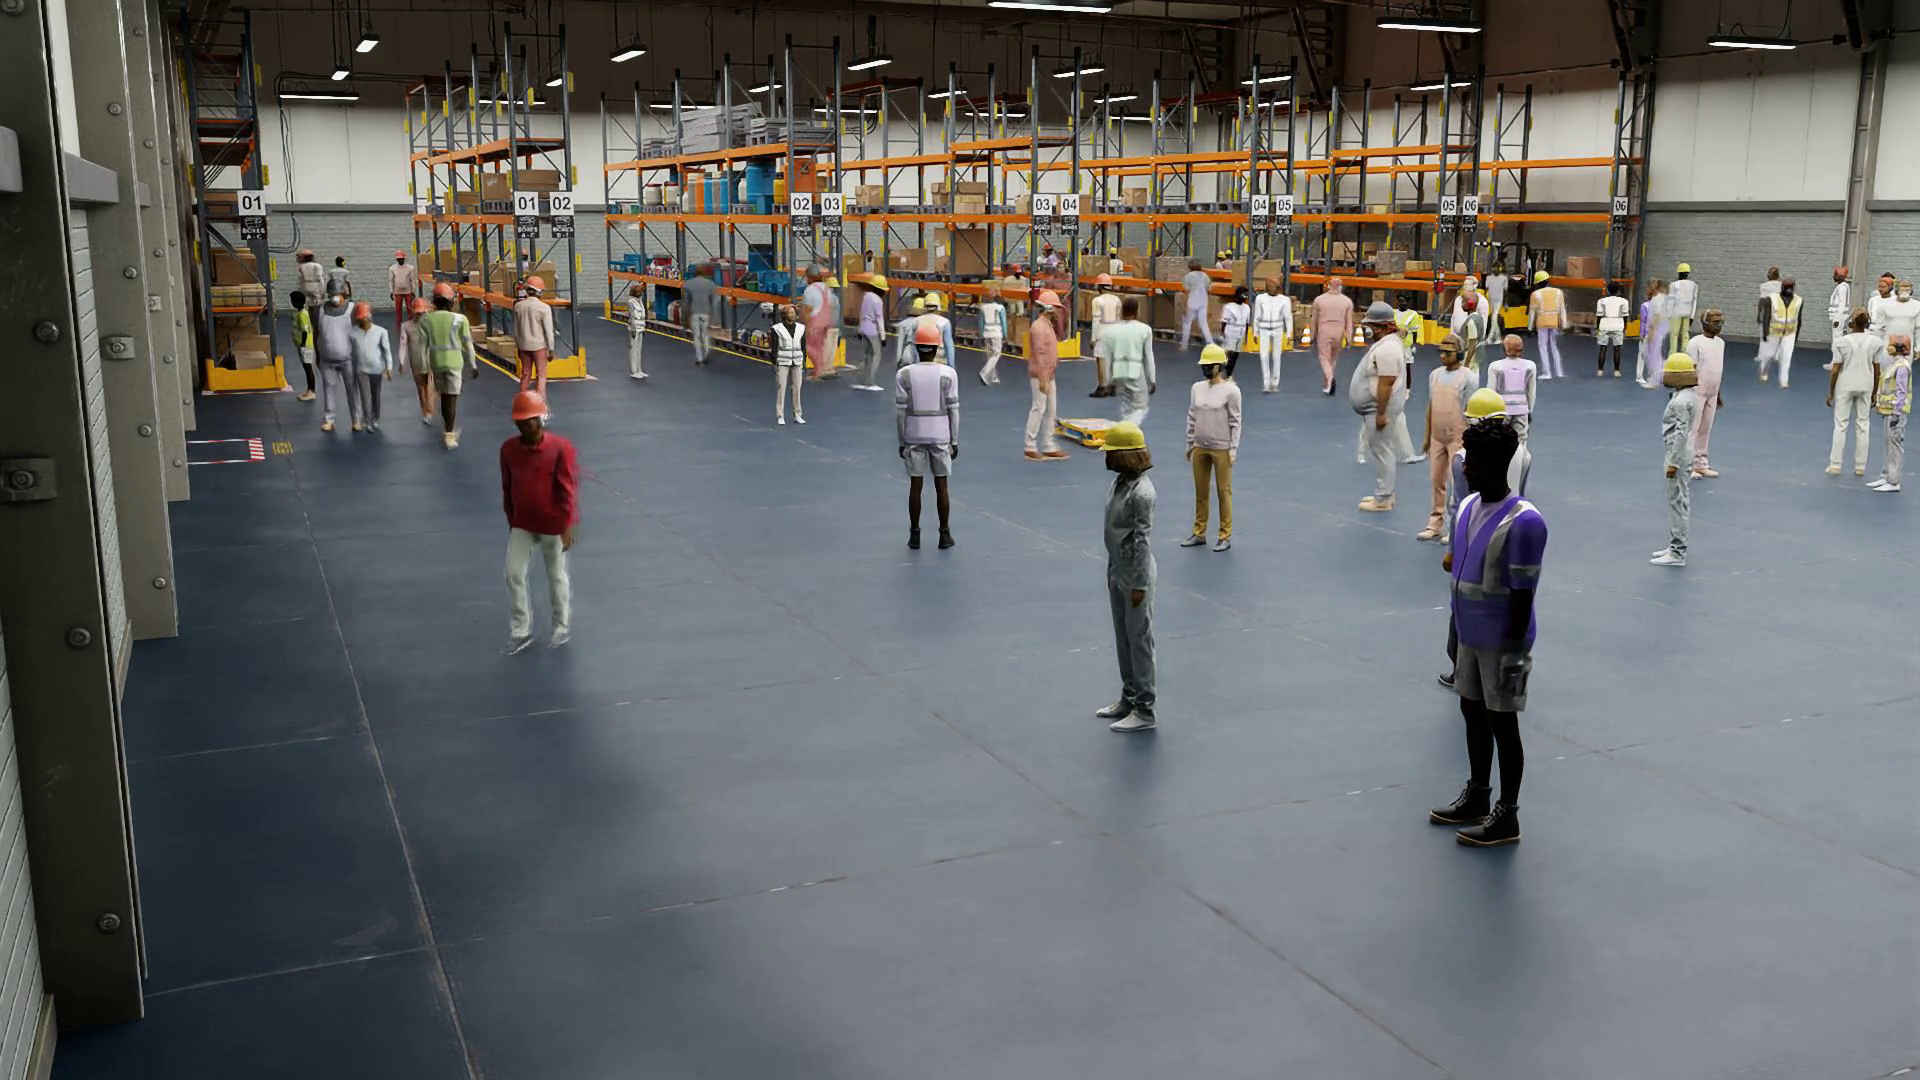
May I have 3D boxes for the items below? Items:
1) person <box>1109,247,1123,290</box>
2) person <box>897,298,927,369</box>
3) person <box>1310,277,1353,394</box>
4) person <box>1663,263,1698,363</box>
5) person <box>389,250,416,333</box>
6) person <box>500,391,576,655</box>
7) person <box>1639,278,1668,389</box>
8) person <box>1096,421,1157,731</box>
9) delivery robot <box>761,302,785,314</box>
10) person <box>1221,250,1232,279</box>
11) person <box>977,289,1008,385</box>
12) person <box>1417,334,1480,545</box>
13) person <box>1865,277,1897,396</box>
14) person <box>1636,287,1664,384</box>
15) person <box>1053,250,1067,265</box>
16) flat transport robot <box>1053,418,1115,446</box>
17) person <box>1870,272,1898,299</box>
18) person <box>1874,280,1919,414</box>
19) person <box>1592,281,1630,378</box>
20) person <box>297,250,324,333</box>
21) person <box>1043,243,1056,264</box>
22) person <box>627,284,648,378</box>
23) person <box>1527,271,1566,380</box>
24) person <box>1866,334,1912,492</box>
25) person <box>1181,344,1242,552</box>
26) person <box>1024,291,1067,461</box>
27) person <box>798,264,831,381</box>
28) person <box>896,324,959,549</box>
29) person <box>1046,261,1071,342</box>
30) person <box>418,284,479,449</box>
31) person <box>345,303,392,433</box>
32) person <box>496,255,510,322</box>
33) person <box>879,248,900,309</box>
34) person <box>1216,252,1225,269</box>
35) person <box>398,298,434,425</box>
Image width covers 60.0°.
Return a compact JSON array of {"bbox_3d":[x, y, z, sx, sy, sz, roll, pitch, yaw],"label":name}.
[{"bbox_3d":[4.202,-7.090,45.850,0.594,1.925,0.369,1,11,7],"label":"person"},{"bbox_3d":[-0.592,-2.502,23.095,0.489,1.696,0.741,5,12,22],"label":"person"},{"bbox_3d":[5.902,-3.235,26.445,0.653,1.871,0.797,1,11,3],"label":"person"},{"bbox_3d":[13.775,-4.318,31.797,0.587,1.921,0.389,-2,11,-12],"label":"person"},{"bbox_3d":[-13.412,-5.971,40.016,0.613,1.985,0.400,-2,11,-9],"label":"person"},{"bbox_3d":[-2.777,-0.107,10.873,0.575,1.727,0.651,2,11,12],"label":"person"},{"bbox_3d":[11.369,-3.379,27.263,0.419,1.821,0.545,1,11,7],"label":"person"},{"bbox_3d":[0.931,0.199,9.303,0.332,1.733,0.480,-3,12,-17],"label":"person"},{"bbox_3d":[-5.121,-6.385,45.530,0.477,0.478,0.707,6,13,30],"label":"delivery robot"},{"bbox_3d":[8.064,-7.824,50.013,0.522,1.761,0.321,3,12,15],"label":"person"},{"bbox_3d":[0.532,-3.403,27.920,0.523,1.620,0.726,10,15,41],"label":"person"},{"bbox_3d":[4.272,-0.876,14.509,0.337,1.838,0.509,-7,13,-32],"label":"person"},{"bbox_3d":[14.388,-3.153,25.957,0.354,1.881,0.576,-6,13,-28],"label":"person"},{"bbox_3d":[11.712,-3.464,28.187,0.515,1.634,0.312,-5,12,-22],"label":"person"},{"bbox_3d":[2.840,-7.176,46.489,0.576,1.856,0.857,-4,12,-19],"label":"person"},{"bbox_3d":[1.718,-1.374,21.025,0.652,0.197,1.431,-3,12,-16],"label":"flat transport robot"},{"bbox_3d":[16.026,-3.712,28.868,0.325,1.858,0.520,-8,13,-34],"label":"person"},{"bbox_3d":[13.450,-2.762,23.854,0.630,1.932,0.364,5,12,23],"label":"person"},{"bbox_3d":[11.429,-3.691,29.207,0.590,1.686,0.363,4,12,20],"label":"person"},{"bbox_3d":[-15.593,-5.972,39.994,0.641,1.994,0.534,0,11,-2],"label":"person"},{"bbox_3d":[2.551,-7.471,47.515,0.392,2.035,0.605,1,11,3],"label":"person"},{"bbox_3d":[-5.670,-3.659,29.150,0.308,1.640,0.511,1,11,7],"label":"person"},{"bbox_3d":[10.153,-3.723,28.852,0.611,1.880,0.525,-2,11,-8],"label":"person"},{"bbox_3d":[9.679,-1.318,17.245,0.313,1.642,0.513,4,12,20],"label":"person"},{"bbox_3d":[2.151,-0.787,14.231,0.532,1.768,0.311,10,15,42],"label":"person"},{"bbox_3d":[1.001,-1.902,19.370,0.432,1.986,0.642,4,12,19],"label":"person"},{"bbox_3d":[-2.487,-3.705,28.360,0.562,2.000,0.690,6,13,30],"label":"person"},{"bbox_3d":[-0.276,-0.881,14.269,0.543,1.938,0.357,1,11,3],"label":"person"},{"bbox_3d":[2.142,-5.004,35.387,0.646,1.885,0.836,-4,12,-20],"label":"person"},{"bbox_3d":[-6.314,-2.155,20.590,0.631,1.998,1.013,1,11,3],"label":"person"},{"bbox_3d":[-7.817,-2.277,22.004,0.584,1.700,0.884,-4,12,-19],"label":"person"},{"bbox_3d":[-12.155,-6.679,44.169,0.305,1.772,0.525,-6,13,-27],"label":"person"},{"bbox_3d":[-2.002,-7.392,47.182,0.718,2.020,0.629,8,14,35],"label":"person"},{"bbox_3d":[7.556,-7.506,48.405,0.337,1.757,0.518,2,11,11],"label":"person"},{"bbox_3d":[-7.357,-2.422,22.658,0.581,1.709,0.847,0,11,-1],"label":"person"}]
